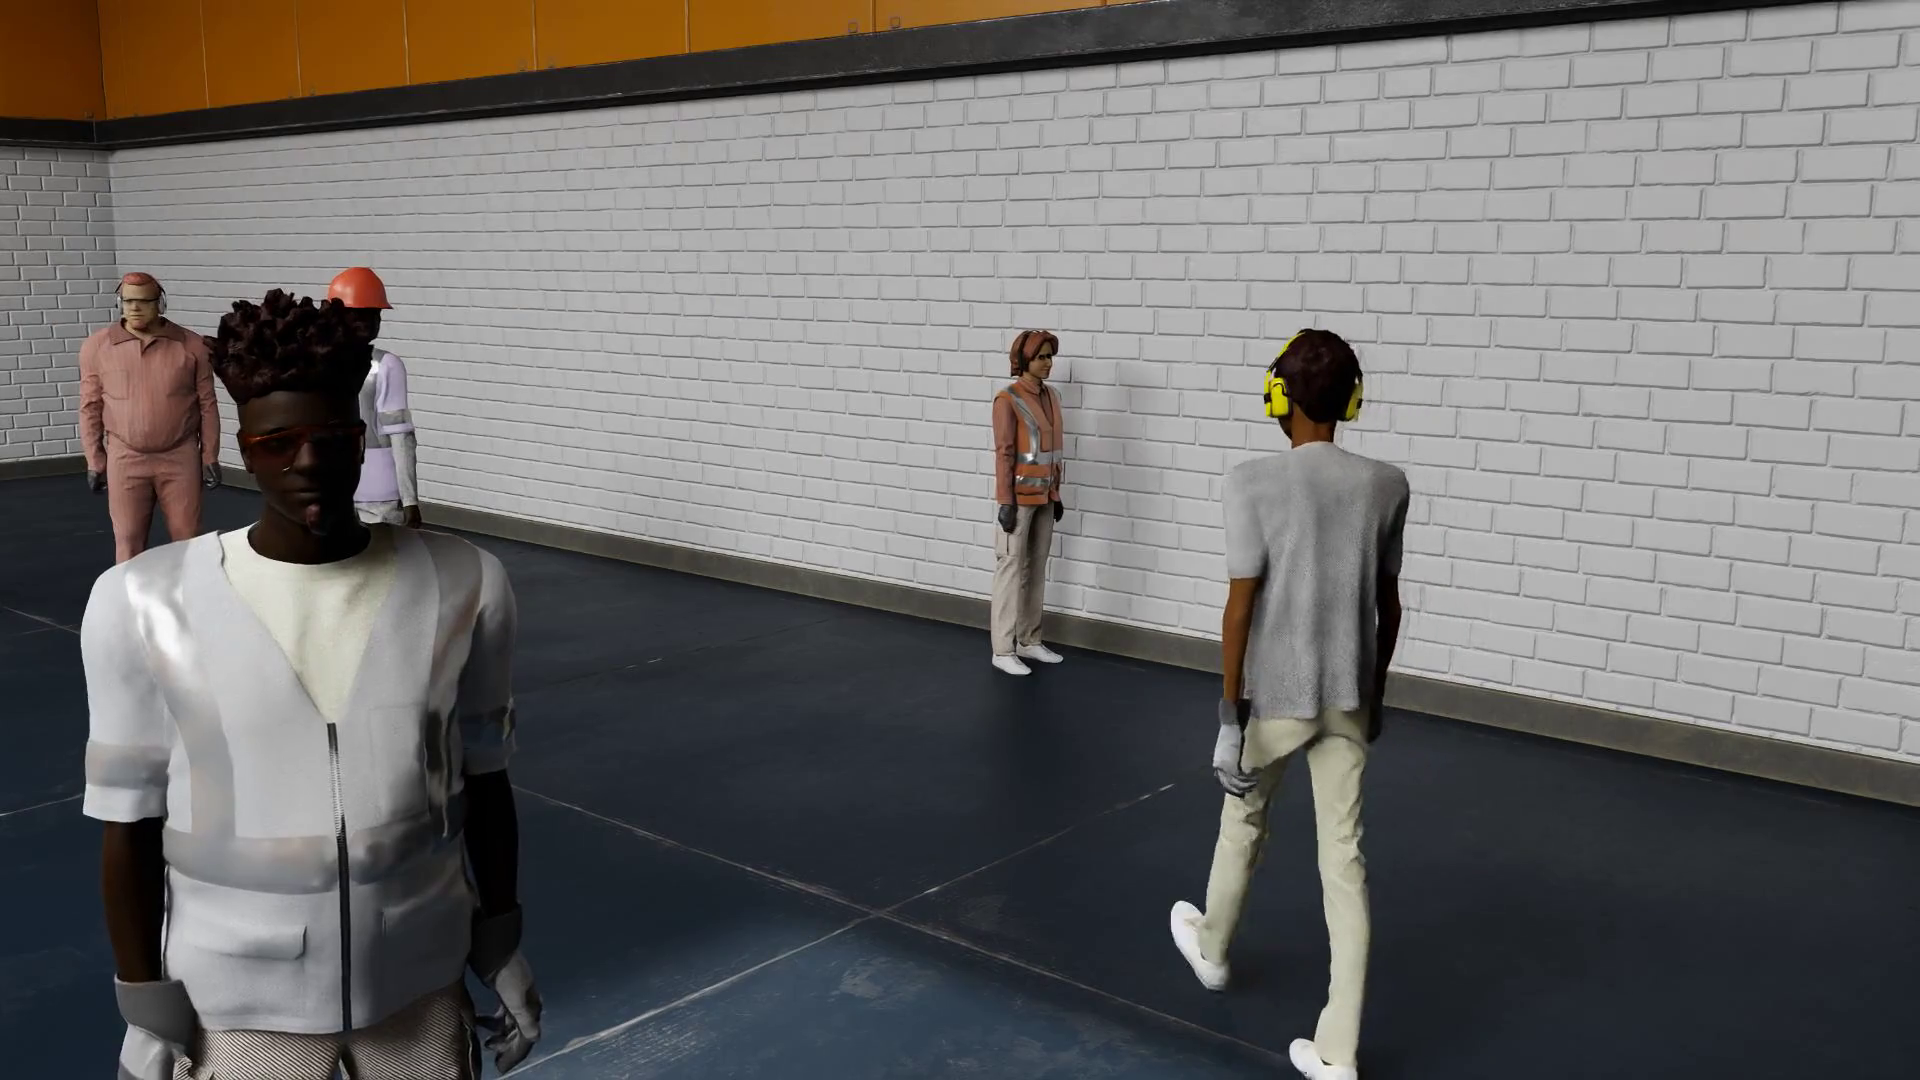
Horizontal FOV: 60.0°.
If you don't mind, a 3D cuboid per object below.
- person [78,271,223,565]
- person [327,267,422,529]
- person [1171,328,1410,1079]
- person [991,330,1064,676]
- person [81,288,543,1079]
[{"bbox_3d":[-4.138,-0.415,8.536,0.652,1.904,0.402,-5,11,-24],"label":"person"},{"bbox_3d":[-2.627,-0.228,7.370,0.552,1.936,0.359,3,10,17],"label":"person"},{"bbox_3d":[0.820,0.390,4.190,0.529,1.816,0.949,-2,10,-10],"label":"person"},{"bbox_3d":[0.330,-0.184,7.969,0.310,1.638,0.523,7,12,33],"label":"person"},{"bbox_3d":[-0.924,0.625,2.444,0.602,1.963,0.370,-6,12,-30],"label":"person"}]
